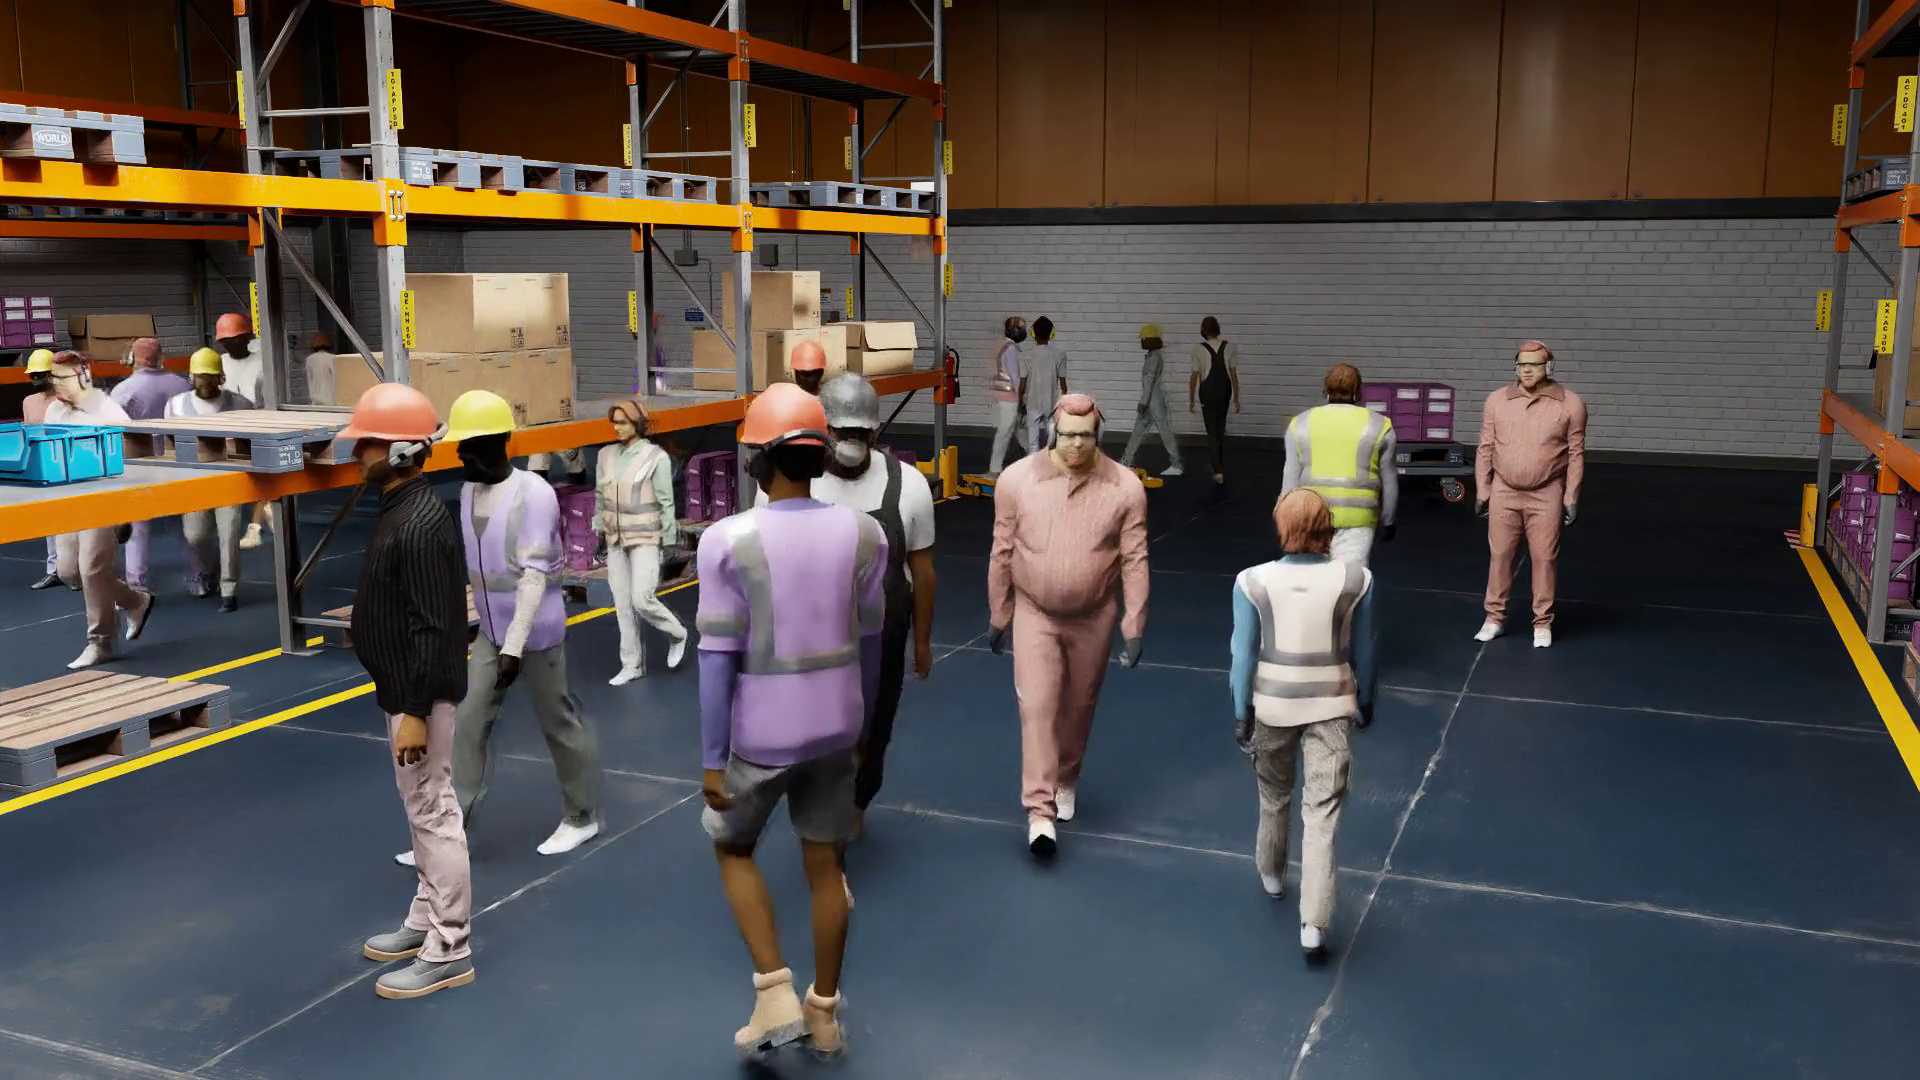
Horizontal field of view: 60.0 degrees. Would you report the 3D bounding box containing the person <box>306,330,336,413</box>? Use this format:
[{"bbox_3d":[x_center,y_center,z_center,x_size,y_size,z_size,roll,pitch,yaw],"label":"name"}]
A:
[{"bbox_3d":[-7.439,-1.632,19.390,0.529,1.613,0.529,5,11,29],"label":"person"}]

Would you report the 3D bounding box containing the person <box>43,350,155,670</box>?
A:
[{"bbox_3d":[-5.147,-0.200,9.946,0.656,1.885,0.618,5,10,26],"label":"person"}]

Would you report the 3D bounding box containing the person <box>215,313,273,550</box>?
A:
[{"bbox_3d":[-6.033,-0.949,14.202,0.665,1.993,0.979,0,9,-2],"label":"person"}]

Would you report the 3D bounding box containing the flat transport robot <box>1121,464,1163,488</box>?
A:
[{"bbox_3d":[1.367,-0.646,17.509,1.431,0.197,0.652,-5,11,-29],"label":"flat transport robot"}]

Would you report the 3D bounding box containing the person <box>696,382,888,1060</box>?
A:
[{"bbox_3d":[-0.504,0.552,4.930,0.614,2.026,0.431,-5,11,-30],"label":"person"}]

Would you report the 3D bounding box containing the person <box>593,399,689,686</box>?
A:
[{"bbox_3d":[-1.825,0.008,9.448,0.518,1.627,0.435,6,11,31],"label":"person"}]

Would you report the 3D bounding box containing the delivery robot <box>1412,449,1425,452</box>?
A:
[{"bbox_3d":[4.932,-0.958,18.258,0.707,0.478,0.477,0,9,-1],"label":"delivery robot"}]

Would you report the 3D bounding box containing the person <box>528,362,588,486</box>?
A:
[{"bbox_3d":[-3.415,-0.923,14.194,0.622,1.910,1.037,4,10,25],"label":"person"}]

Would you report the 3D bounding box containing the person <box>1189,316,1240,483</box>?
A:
[{"bbox_3d":[2.783,-1.561,18.416,0.535,1.803,0.883,-1,9,-9],"label":"person"}]

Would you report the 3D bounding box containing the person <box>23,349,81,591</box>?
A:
[{"bbox_3d":[-6.583,-0.501,12.108,0.533,1.767,0.325,2,10,11],"label":"person"}]

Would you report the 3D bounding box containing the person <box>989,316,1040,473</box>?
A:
[{"bbox_3d":[0.728,-1.545,18.306,0.924,1.804,0.649,-1,9,-5],"label":"person"}]

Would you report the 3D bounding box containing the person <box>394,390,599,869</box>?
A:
[{"bbox_3d":[-1.815,0.369,6.484,0.605,1.885,0.927,7,12,36],"label":"person"}]

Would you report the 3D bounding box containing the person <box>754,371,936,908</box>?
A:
[{"bbox_3d":[-0.451,0.298,6.438,0.697,2.000,0.917,-2,10,-11],"label":"person"}]

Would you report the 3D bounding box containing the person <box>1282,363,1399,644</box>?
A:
[{"bbox_3d":[2.235,-0.122,9.706,0.632,1.804,0.911,4,10,25],"label":"person"}]

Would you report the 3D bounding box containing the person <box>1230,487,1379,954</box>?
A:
[{"bbox_3d":[1.217,0.612,5.903,0.514,1.595,0.873,2,10,13],"label":"person"}]

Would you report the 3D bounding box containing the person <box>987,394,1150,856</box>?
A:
[{"bbox_3d":[0.444,0.336,6.776,0.655,1.846,1.013,0,9,-1],"label":"person"}]

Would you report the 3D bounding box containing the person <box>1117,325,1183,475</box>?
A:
[{"bbox_3d":[2.130,-1.573,18.806,0.890,1.694,0.504,0,9,1],"label":"person"}]

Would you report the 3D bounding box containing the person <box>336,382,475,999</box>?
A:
[{"bbox_3d":[-1.798,0.483,5.449,0.375,1.997,0.609,-4,10,-23],"label":"person"}]

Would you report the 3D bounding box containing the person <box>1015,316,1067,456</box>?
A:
[{"bbox_3d":[0.815,-1.283,16.538,0.533,1.868,0.310,-1,9,-7],"label":"person"}]

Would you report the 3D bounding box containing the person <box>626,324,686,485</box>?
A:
[{"bbox_3d":[-3.264,-1.494,17.740,0.930,1.904,0.546,-2,10,-13],"label":"person"}]

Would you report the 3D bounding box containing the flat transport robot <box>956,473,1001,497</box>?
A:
[{"bbox_3d":[0.613,-0.522,16.753,0.652,0.197,1.431,-6,11,-32],"label":"flat transport robot"}]

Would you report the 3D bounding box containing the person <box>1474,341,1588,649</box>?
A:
[{"bbox_3d":[3.522,-0.280,10.346,0.651,1.906,0.403,5,11,29],"label":"person"}]

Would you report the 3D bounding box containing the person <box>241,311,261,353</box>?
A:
[{"bbox_3d":[-8.098,-1.731,19.308,0.584,1.858,0.860,4,10,21],"label":"person"}]

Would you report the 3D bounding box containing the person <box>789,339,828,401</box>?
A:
[{"bbox_3d":[-0.946,-0.343,10.720,0.554,1.914,0.797,3,10,20],"label":"person"}]

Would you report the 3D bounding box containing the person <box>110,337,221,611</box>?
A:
[{"bbox_3d":[-5.658,-0.465,11.614,0.393,1.875,0.916,6,11,32],"label":"person"}]

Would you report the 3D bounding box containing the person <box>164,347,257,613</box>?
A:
[{"bbox_3d":[-5.151,-0.426,11.494,0.601,1.818,0.592,-3,10,-15],"label":"person"}]
